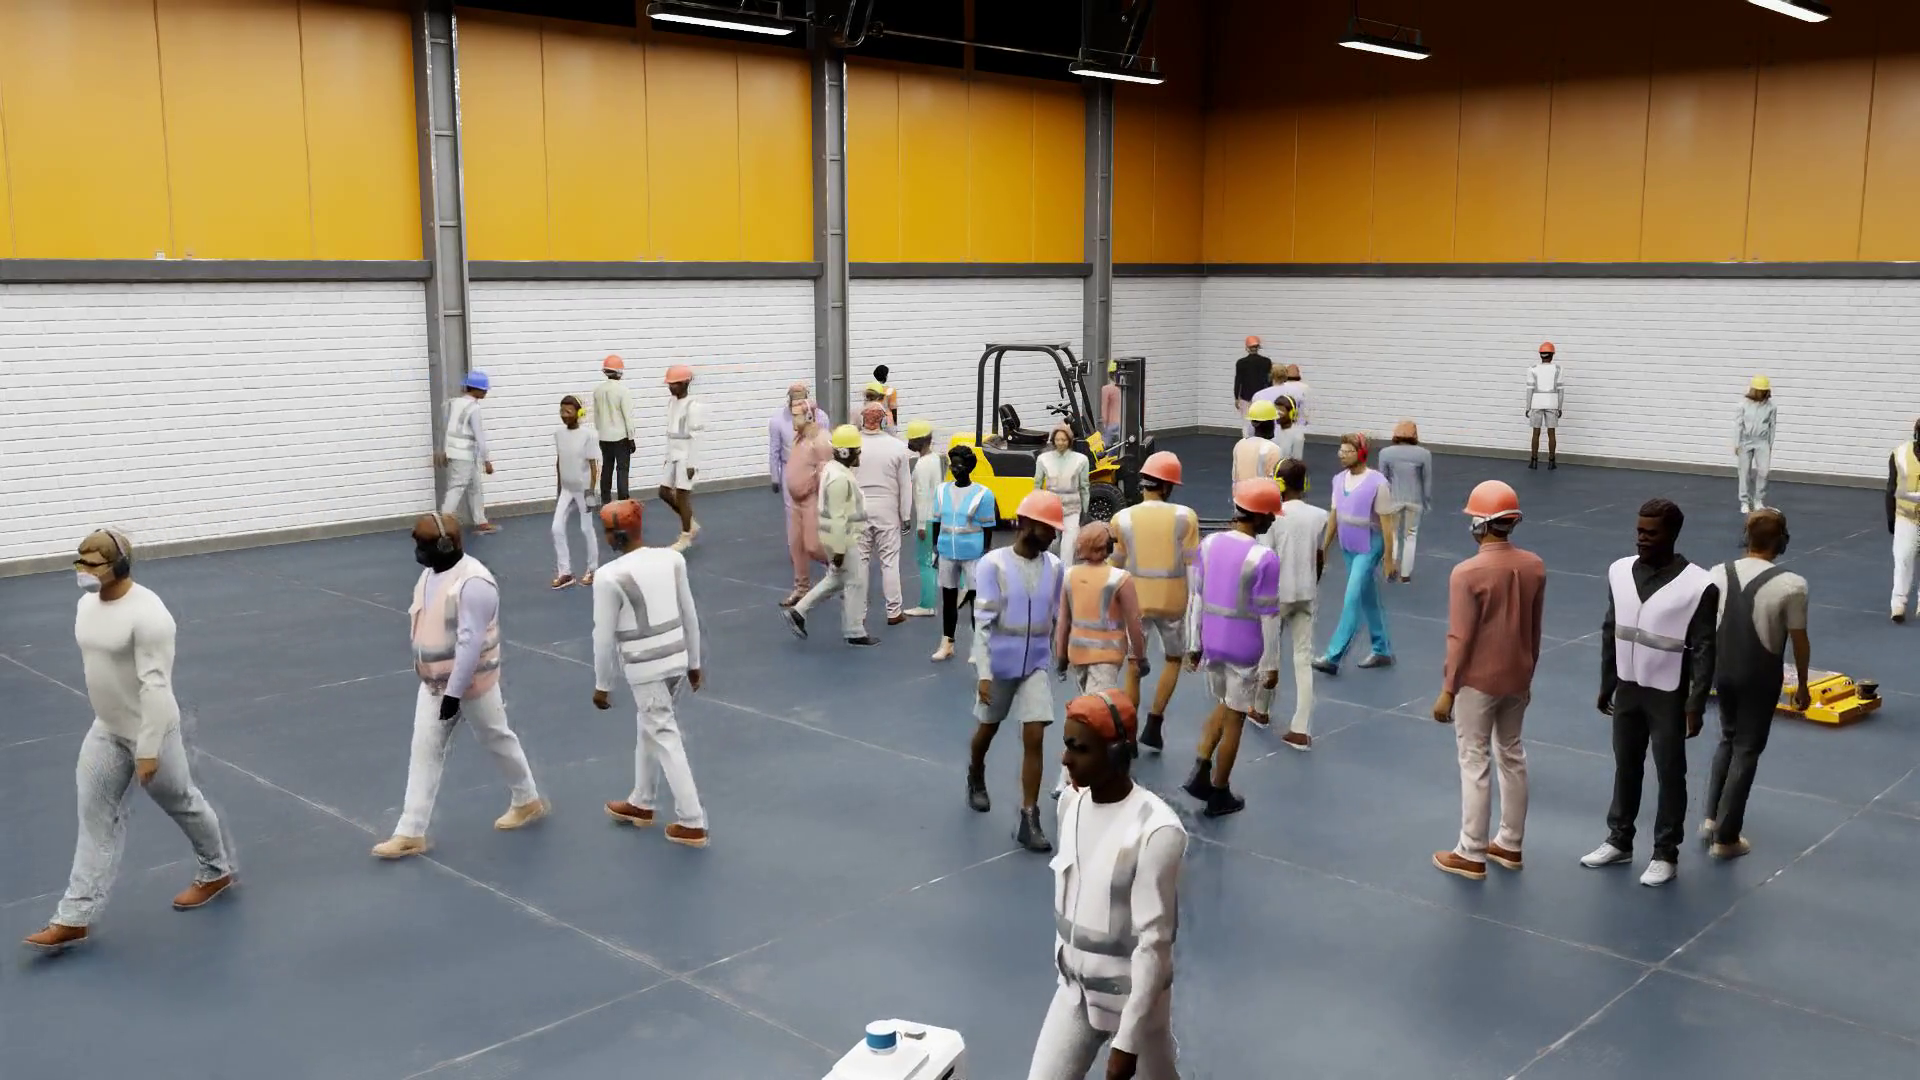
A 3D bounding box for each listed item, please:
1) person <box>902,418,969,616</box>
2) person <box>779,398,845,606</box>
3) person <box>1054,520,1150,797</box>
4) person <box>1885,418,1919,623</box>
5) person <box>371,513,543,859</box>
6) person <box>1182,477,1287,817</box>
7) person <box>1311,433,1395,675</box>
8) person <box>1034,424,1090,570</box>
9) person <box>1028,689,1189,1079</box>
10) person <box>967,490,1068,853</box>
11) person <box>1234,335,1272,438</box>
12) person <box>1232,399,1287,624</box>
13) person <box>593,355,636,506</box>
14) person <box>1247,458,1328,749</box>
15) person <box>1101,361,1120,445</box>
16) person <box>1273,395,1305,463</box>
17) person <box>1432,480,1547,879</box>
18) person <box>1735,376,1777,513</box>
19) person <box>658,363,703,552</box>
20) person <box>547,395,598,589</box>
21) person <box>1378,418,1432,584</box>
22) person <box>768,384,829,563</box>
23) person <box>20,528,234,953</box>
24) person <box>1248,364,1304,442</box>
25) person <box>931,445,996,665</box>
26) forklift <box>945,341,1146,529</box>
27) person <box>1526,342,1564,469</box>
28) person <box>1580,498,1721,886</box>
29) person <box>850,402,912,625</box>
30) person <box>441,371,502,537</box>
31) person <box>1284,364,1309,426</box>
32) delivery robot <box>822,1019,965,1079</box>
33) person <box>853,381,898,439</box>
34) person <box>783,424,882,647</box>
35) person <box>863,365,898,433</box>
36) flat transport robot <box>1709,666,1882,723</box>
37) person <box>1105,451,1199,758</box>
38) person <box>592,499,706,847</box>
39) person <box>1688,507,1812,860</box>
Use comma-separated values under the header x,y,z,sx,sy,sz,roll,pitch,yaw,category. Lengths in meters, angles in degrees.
x,y,z,sx,sy,sz,roll,pitch,yaw,category
-0.216,-0.193,14.467,0.556,1.747,0.558,2,10,14,person
-1.312,-0.338,14.969,0.600,1.886,0.656,-7,12,-37,person
0.763,0.689,9.568,0.512,1.599,0.861,9,13,42,person
8.297,-0.182,14.316,0.622,1.791,0.944,6,11,31,person
-2.624,0.735,8.743,0.615,1.791,0.990,7,12,37,person
1.531,0.596,9.158,0.418,1.912,0.585,-7,12,-38,person
2.930,0.106,12.456,0.912,1.809,0.604,-4,10,-22,person
0.945,-0.275,15.408,0.525,1.614,0.690,2,9,11,person
0.497,1.329,4.923,1.004,1.838,0.581,-6,11,-33,person
0.287,0.646,8.978,0.569,1.877,0.994,-3,10,-19,person
4.705,-2.301,26.696,0.634,1.982,0.539,-1,9,-7,person
2.561,-0.236,14.207,0.363,1.930,0.587,-6,11,-30,person
-4.187,-1.254,20.247,0.612,1.997,0.375,6,11,31,person
2.090,0.379,10.750,0.510,1.821,0.892,-2,9,-11,person
2.159,-1.660,23.533,0.540,1.743,0.775,-4,10,-22,person
3.108,-0.474,15.922,0.440,1.846,0.538,-3,10,-16,person
2.641,0.692,8.320,0.613,1.994,0.386,-5,11,-29,person
9.822,-1.169,20.564,0.482,1.719,0.555,3,10,17,person
-3.010,-0.886,17.881,0.408,2.025,0.645,-7,12,-38,person
-3.683,-0.449,15.779,0.550,1.841,0.714,4,10,24,person
4.243,-0.353,15.909,0.504,1.617,0.482,2,10,15,person
-1.639,-0.685,17.136,0.669,1.875,0.535,-2,10,-14,person
-3.782,0.875,7.566,0.645,1.881,1.043,5,10,28,person
3.817,-1.185,20.174,0.651,1.884,1.012,0,9,-2,person
0.013,0.113,12.783,0.535,1.697,0.318,4,10,25,person
0.977,-1.223,19.452,2.313,2.155,1.214,2,9,11,forklift
8.856,-2.030,25.211,0.542,1.931,0.375,3,10,17,person
3.445,0.741,8.252,0.398,1.920,0.590,-6,11,-32,person
-0.728,-0.221,14.193,0.648,1.907,0.401,1,9,4,person
-5.526,-0.949,18.728,0.873,1.878,0.626,-7,11,-35,person
4.902,-1.785,24.641,0.516,1.632,0.305,2,9,12,person
-0.257,1.828,5.473,0.477,0.478,0.707,4,10,23,delivery robot
-0.971,-0.978,19.394,0.529,1.726,0.798,7,11,35,person
-1.028,-0.023,13.284,0.705,1.812,0.601,-2,9,-11,person
-1.113,-1.617,23.424,0.531,1.690,0.322,4,10,21,person
5.604,0.999,11.712,0.652,0.197,1.431,-7,12,-38,flat transport robot
1.176,0.407,10.301,0.639,1.915,0.403,2,9,9,person
-1.684,0.691,8.796,0.830,1.836,0.602,6,11,32,person
4.099,0.736,8.579,0.604,1.822,0.514,-6,11,-34,person
